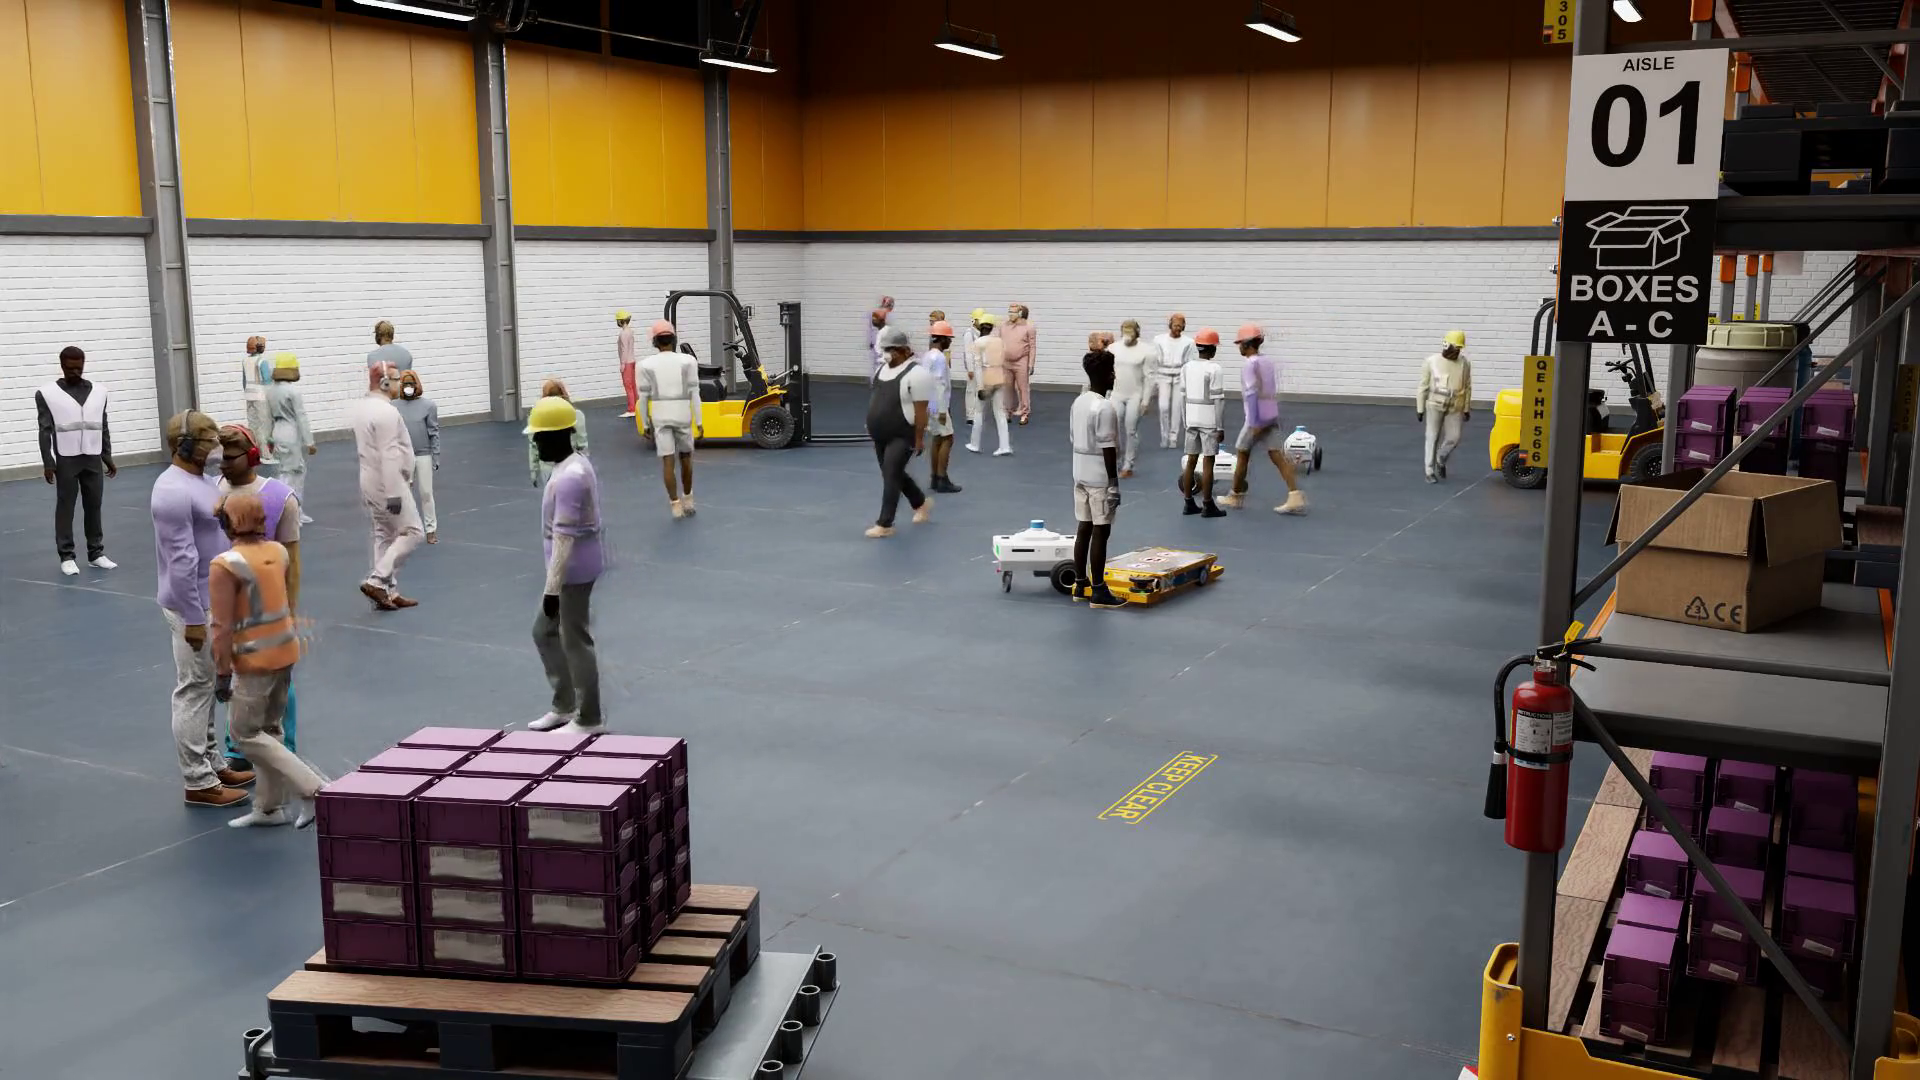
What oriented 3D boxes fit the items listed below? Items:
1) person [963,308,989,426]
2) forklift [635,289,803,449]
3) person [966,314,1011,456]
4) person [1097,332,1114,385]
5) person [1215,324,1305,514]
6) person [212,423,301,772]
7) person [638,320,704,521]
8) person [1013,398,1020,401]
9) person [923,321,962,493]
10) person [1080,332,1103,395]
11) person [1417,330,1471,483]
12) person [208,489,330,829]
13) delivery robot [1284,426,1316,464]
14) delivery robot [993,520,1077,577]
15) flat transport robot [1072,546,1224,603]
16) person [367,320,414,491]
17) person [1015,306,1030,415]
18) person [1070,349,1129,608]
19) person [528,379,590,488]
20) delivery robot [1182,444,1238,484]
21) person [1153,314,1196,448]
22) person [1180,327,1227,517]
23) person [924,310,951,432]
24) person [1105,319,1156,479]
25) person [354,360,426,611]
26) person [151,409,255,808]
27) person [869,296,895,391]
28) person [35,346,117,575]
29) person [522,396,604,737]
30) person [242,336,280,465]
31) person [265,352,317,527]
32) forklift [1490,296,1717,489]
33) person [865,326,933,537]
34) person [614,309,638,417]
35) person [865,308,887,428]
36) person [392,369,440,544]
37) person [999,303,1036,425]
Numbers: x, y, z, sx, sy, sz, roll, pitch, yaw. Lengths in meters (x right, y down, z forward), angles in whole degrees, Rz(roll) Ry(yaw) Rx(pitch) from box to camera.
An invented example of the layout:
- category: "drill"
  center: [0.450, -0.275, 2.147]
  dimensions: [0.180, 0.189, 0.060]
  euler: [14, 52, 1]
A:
- category: "person"
  center: [0.269, -2.689, 25.924]
  dimensions: [0.404, 1.825, 0.587]
  euler: [4, 11, 24]
- category: "forklift"
  center: [-3.358, -2.392, 23.136]
  dimensions: [2.313, 2.155, 1.214]
  euler: [-1, 10, -5]
- category: "person"
  center: [0.378, -2.068, 22.187]
  dimensions: [0.609, 1.872, 0.931]
  euler: [-7, 12, -36]
- category: "person"
  center: [1.955, -1.950, 22.181]
  dimensions: [0.310, 1.638, 0.522]
  euler: [1, 10, 4]
- category: "person"
  center: [3.147, -1.247, 17.229]
  dimensions: [1.078, 1.972, 0.609]
  euler: [9, 14, 43]
- category: "person"
  center: [-3.607, 0.320, 8.464]
  dimensions: [0.564, 1.838, 0.388]
  euler: [2, 10, 10]
- category: "person"
  center: [-2.933, -1.219, 16.895]
  dimensions: [0.635, 1.999, 0.901]
  euler: [-2, 10, -10]
- category: "person"
  center: [1.027, -3.386, 30.327]
  dimensions: [0.534, 1.697, 0.318]
  euler: [5, 11, 27]
- category: "person"
  center: [-0.217, -1.504, 18.762]
  dimensions: [0.401, 1.927, 0.588]
  euler: [-3, 10, -15]
- category: "person"
  center: [1.859, -2.017, 22.635]
  dimensions: [0.380, 1.617, 0.495]
  euler: [5, 11, 26]
- category: "person"
  center: [5.650, -1.553, 19.412]
  dimensions: [0.652, 1.801, 0.423]
  euler: [0, 10, -2]
- category: "person"
  center: [-3.184, 0.573, 7.639]
  dimensions: [0.464, 1.620, 0.543]
  euler: [1, 10, 7]
- category: "delivery robot"
  center: [4.185, -1.158, 20.462]
  dimensions: [0.477, 0.478, 0.707]
  euler: [3, 10, 15]
- category: "delivery robot"
  center: [0.616, 0.084, 13.273]
  dimensions: [0.707, 0.478, 0.477]
  euler: [0, 10, -1]
- category: "flat transport robot"
  center: [1.528, 0.263, 13.326]
  dimensions: [0.652, 0.197, 1.431]
  euler: [6, 12, 32]
- category: "person"
  center: [-6.384, -1.485, 18.623]
  dimensions: [0.371, 1.941, 0.627]
  euler: [4, 11, 23]
- category: "person"
  center: [1.005, -2.975, 27.644]
  dimensions: [0.431, 1.815, 0.767]
  euler: [-1, 10, -6]
- category: "person"
  center: [1.050, -0.467, 12.648]
  dimensions: [0.367, 1.967, 0.607]
  euler: [-4, 11, -22]
- category: "person"
  center: [-3.546, -0.628, 14.676]
  dimensions: [0.505, 1.603, 0.806]
  euler: [-4, 11, -24]
- category: "delivery robot"
  center: [2.845, -0.831, 18.541]
  dimensions: [0.707, 0.478, 0.477]
  euler: [4, 9, 19]
- category: "person"
  center: [2.926, -2.161, 22.769]
  dimensions: [0.605, 1.856, 0.589]
  euler: [1, 10, 6]
- category: "person"
  center: [2.494, -1.198, 16.967]
  dimensions: [0.358, 1.937, 0.548]
  euler: [-8, 13, -40]
- category: "person"
  center: [-0.314, -2.511, 24.852]
  dimensions: [0.346, 1.840, 0.505]
  euler: [-4, 11, -24]
- category: "person"
  center: [1.997, -1.663, 19.747]
  dimensions: [0.655, 1.909, 0.499]
  euler: [4, 11, 22]
- category: "person"
  center: [-4.258, -0.393, 12.435]
  dimensions: [0.419, 1.892, 0.667]
  euler: [-6, 12, -33]
- category: "person"
  center: [-3.700, 0.330, 8.117]
  dimensions: [0.372, 1.940, 0.632]
  euler: [-3, 10, -14]
- category: "person"
  center: [-1.500, -3.785, 32.173]
  dimensions: [0.397, 1.865, 0.773]
  euler: [-7, 12, -35]
- category: "person"
  center: [-7.446, -0.678, 14.029]
  dimensions: [0.378, 1.910, 0.596]
  euler: [7, 12, 34]
- category: "person"
  center: [-2.227, 0.171, 9.091]
  dimensions: [0.549, 1.911, 0.623]
  euler: [-2, 10, -13]
- category: "person"
  center: [-8.901, -1.767, 21.116]
  dimensions: [0.514, 1.642, 0.314]
  euler: [7, 12, 33]
- category: "person"
  center: [-6.503, -0.974, 16.272]
  dimensions: [0.498, 1.718, 0.600]
  euler: [7, 12, 36]
- category: "forklift"
  center: [7.296, -1.677, 18.993]
  dimensions: [2.313, 2.155, 1.214]
  euler: [5, 11, 27]
- category: "person"
  center: [-0.579, -1.084, 16.007]
  dimensions: [0.959, 2.000, 0.686]
  euler: [-8, 13, -40]
- category: "person"
  center: [-5.483, -2.887, 27.248]
  dimensions: [0.330, 1.765, 0.533]
  euler: [1, 10, 4]
- category: "person"
  center: [-1.179, -2.581, 25.260]
  dimensions: [0.708, 1.852, 0.611]
  euler: [-3, 10, -15]
- category: "person"
  center: [-5.057, -0.762, 15.357]
  dimensions: [0.505, 1.629, 0.279]
  euler: [-2, 10, -10]
- category: "person"
  center: [0.863, -2.761, 26.105]
  dimensions: [0.655, 1.904, 0.407]
  euler: [5, 11, 25]
